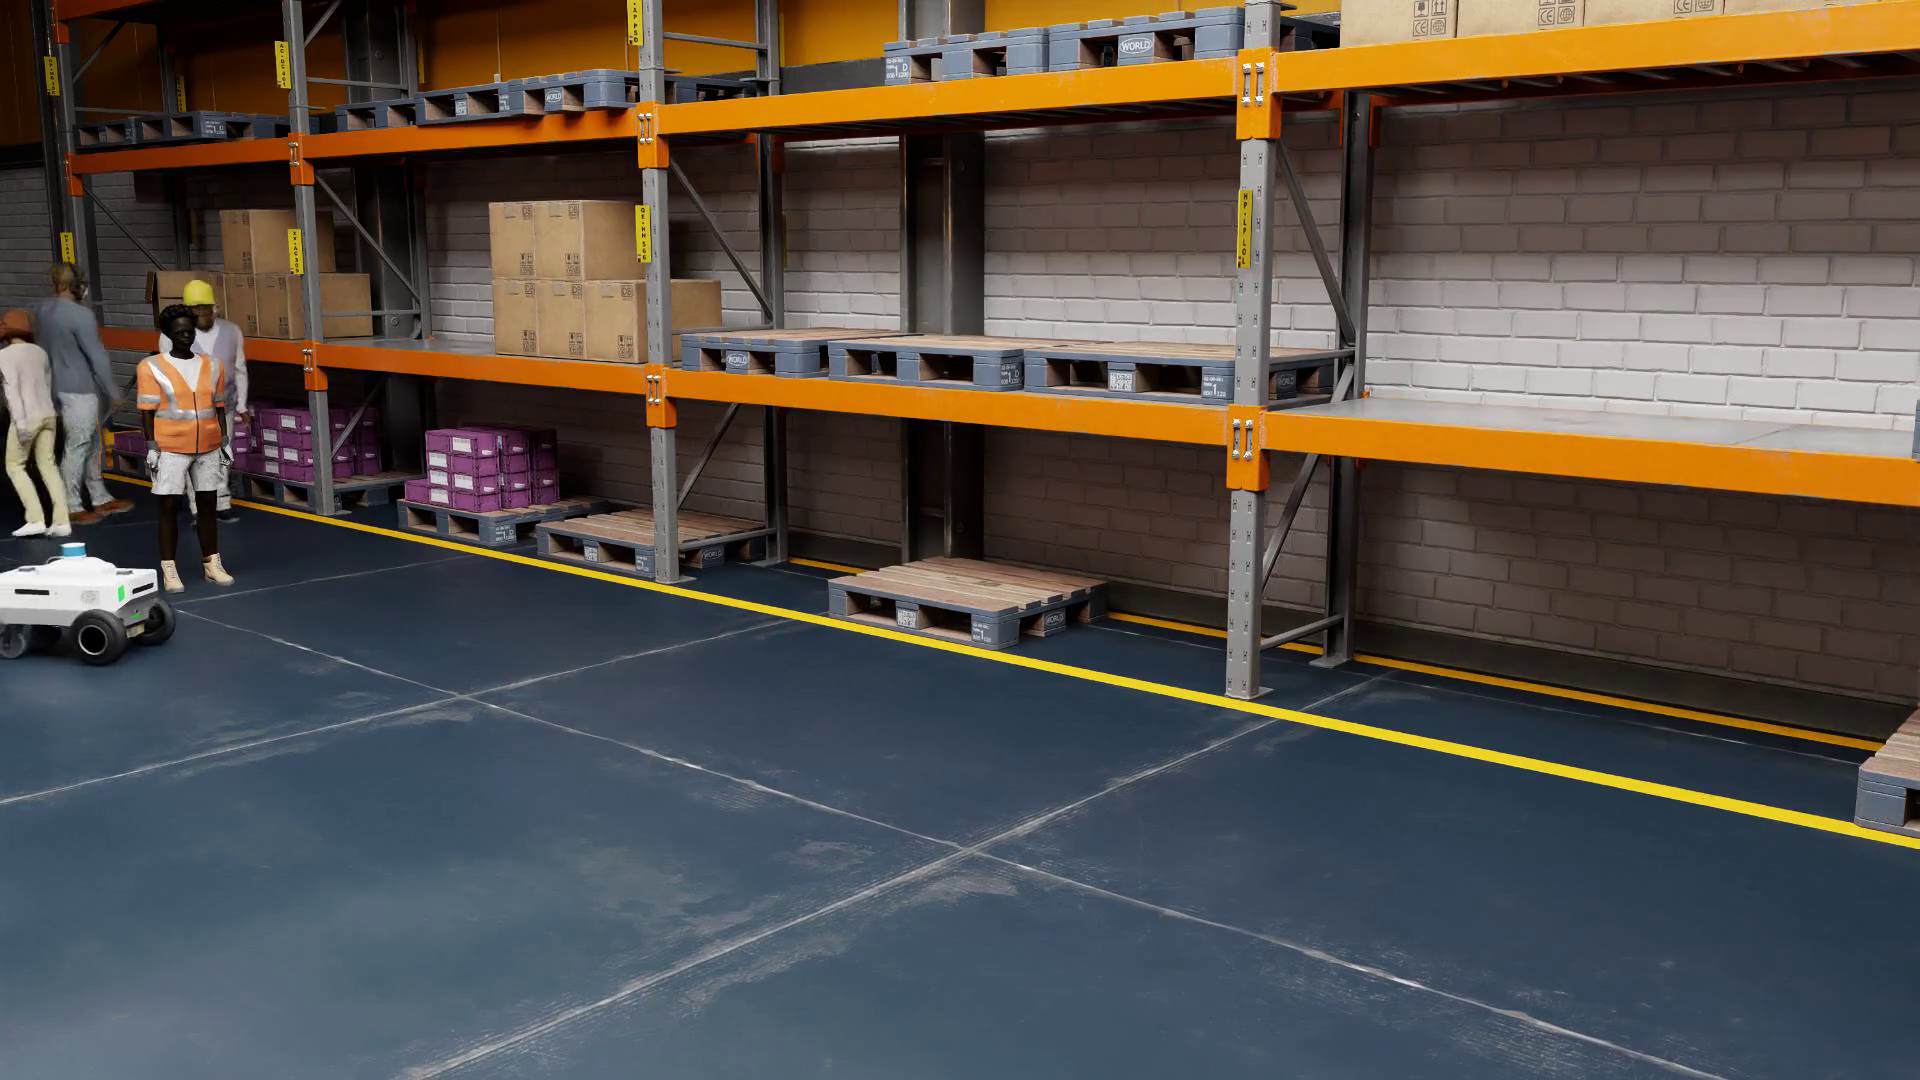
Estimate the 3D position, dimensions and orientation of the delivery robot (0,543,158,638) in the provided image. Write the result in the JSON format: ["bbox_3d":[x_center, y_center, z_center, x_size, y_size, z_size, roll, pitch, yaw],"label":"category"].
[{"bbox_3d":[-4.385,0.258,8.258,0.707,0.478,0.477,2,10,6],"label":"delivery robot"}]

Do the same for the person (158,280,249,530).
[{"bbox_3d":[-5.451,-0.970,12.051,0.595,1.807,0.597,-8,13,-38],"label":"person"}]

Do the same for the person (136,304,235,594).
[{"bbox_3d":[-4.573,-0.544,9.852,0.320,1.697,0.531,9,13,40],"label":"person"}]

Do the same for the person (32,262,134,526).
[{"bbox_3d":[-6.385,-1.077,12.255,0.650,1.913,0.745,7,12,36],"label":"person"}]

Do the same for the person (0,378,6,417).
[{"bbox_3d":[-7.330,-1.082,12.064,0.617,2.013,0.998,-2,10,-12],"label":"person"}]

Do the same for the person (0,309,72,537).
[{"bbox_3d":[-6.477,-0.811,11.639,0.472,1.598,0.518,2,10,10],"label":"person"}]
